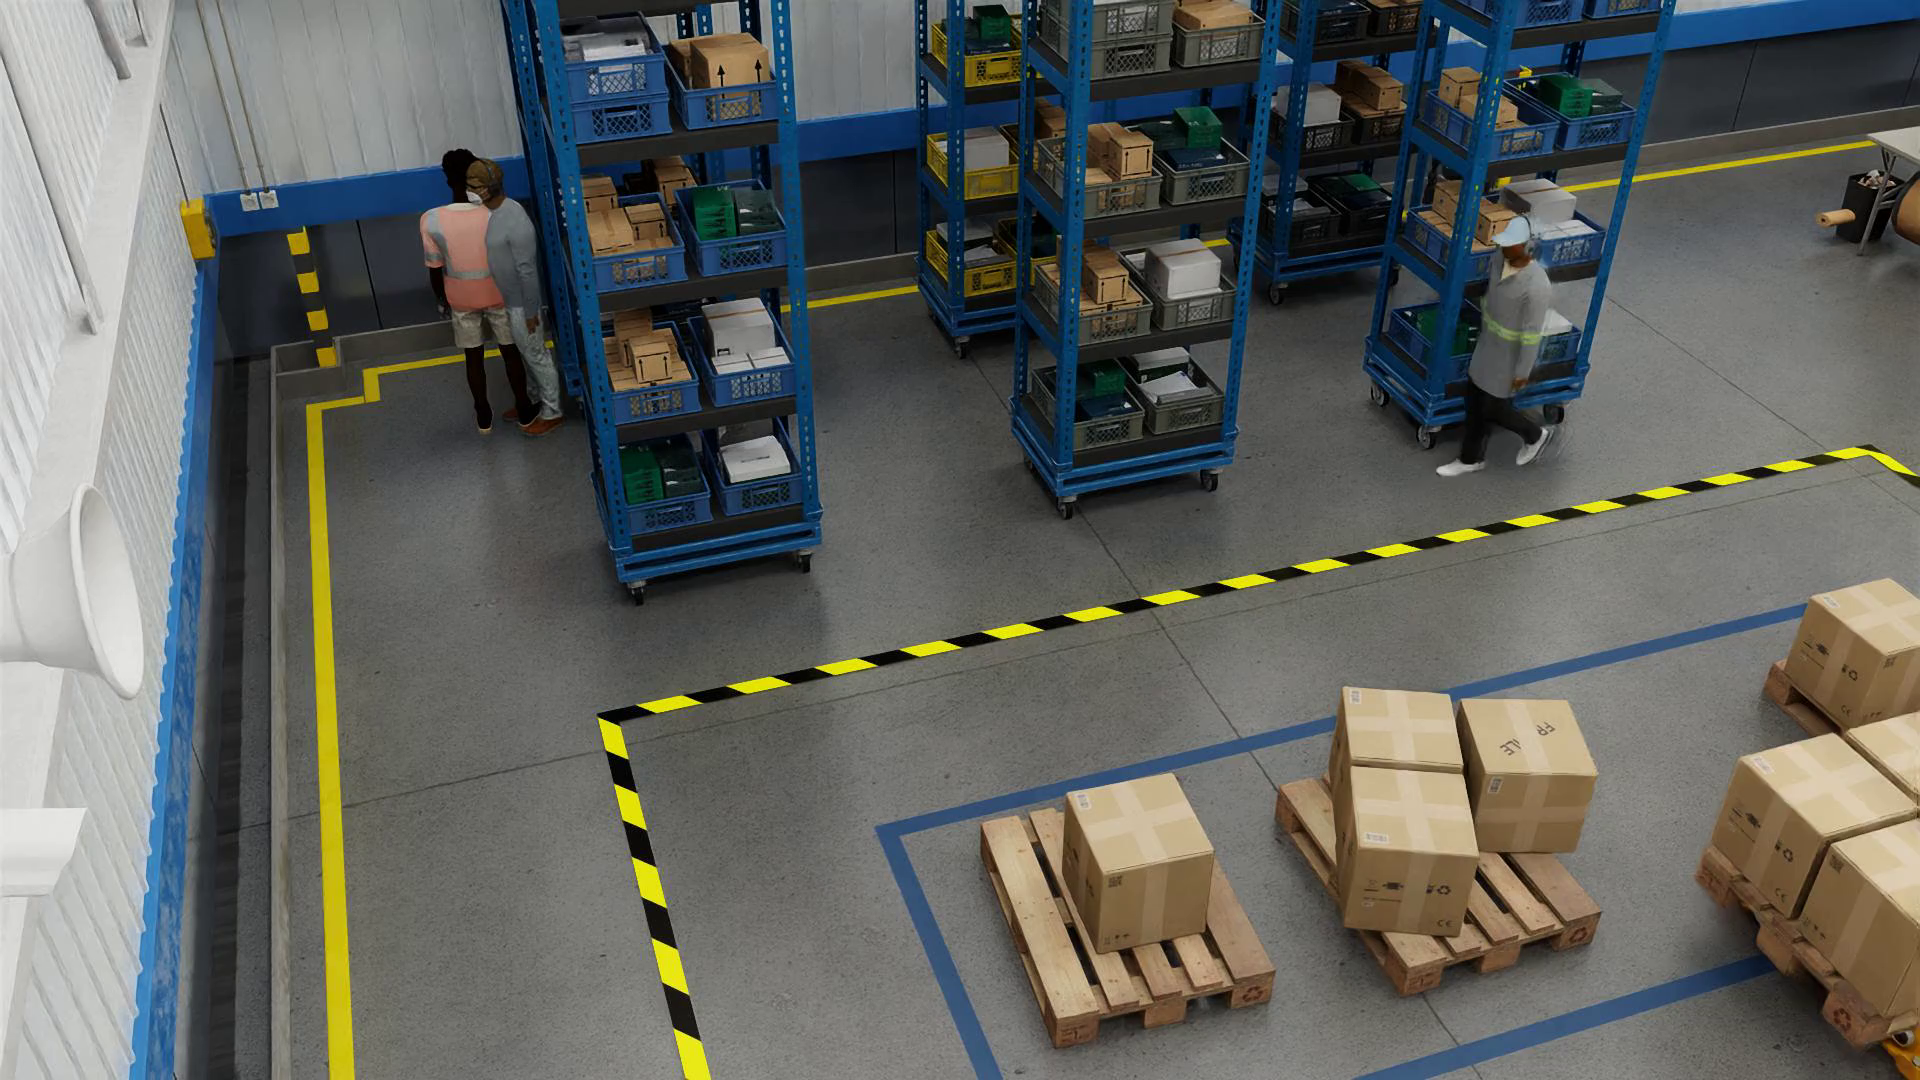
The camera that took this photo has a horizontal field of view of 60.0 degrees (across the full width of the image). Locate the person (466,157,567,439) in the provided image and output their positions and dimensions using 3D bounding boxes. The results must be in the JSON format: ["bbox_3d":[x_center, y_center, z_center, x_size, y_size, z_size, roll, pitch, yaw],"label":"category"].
[{"bbox_3d":[-2.921,-1.585,10.867,0.363,1.933,0.627,-29,44,-34],"label":"person"}]

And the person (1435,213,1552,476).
[{"bbox_3d":[3.445,-1.195,10.398,0.608,1.833,0.585,-8,36,-12],"label":"person"}]

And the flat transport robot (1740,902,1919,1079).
[{"bbox_3d":[4.106,1.814,7.460,0.652,0.197,1.431,-11,37,-15],"label":"flat transport robot"}]

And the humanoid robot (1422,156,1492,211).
[{"bbox_3d":[3.678,-2.378,12.213,0.463,1.636,0.599,-23,41,-29],"label":"humanoid robot"}]

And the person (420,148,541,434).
[{"bbox_3d":[-3.122,-1.601,10.853,0.611,1.963,0.362,-5,36,-7],"label":"person"}]
